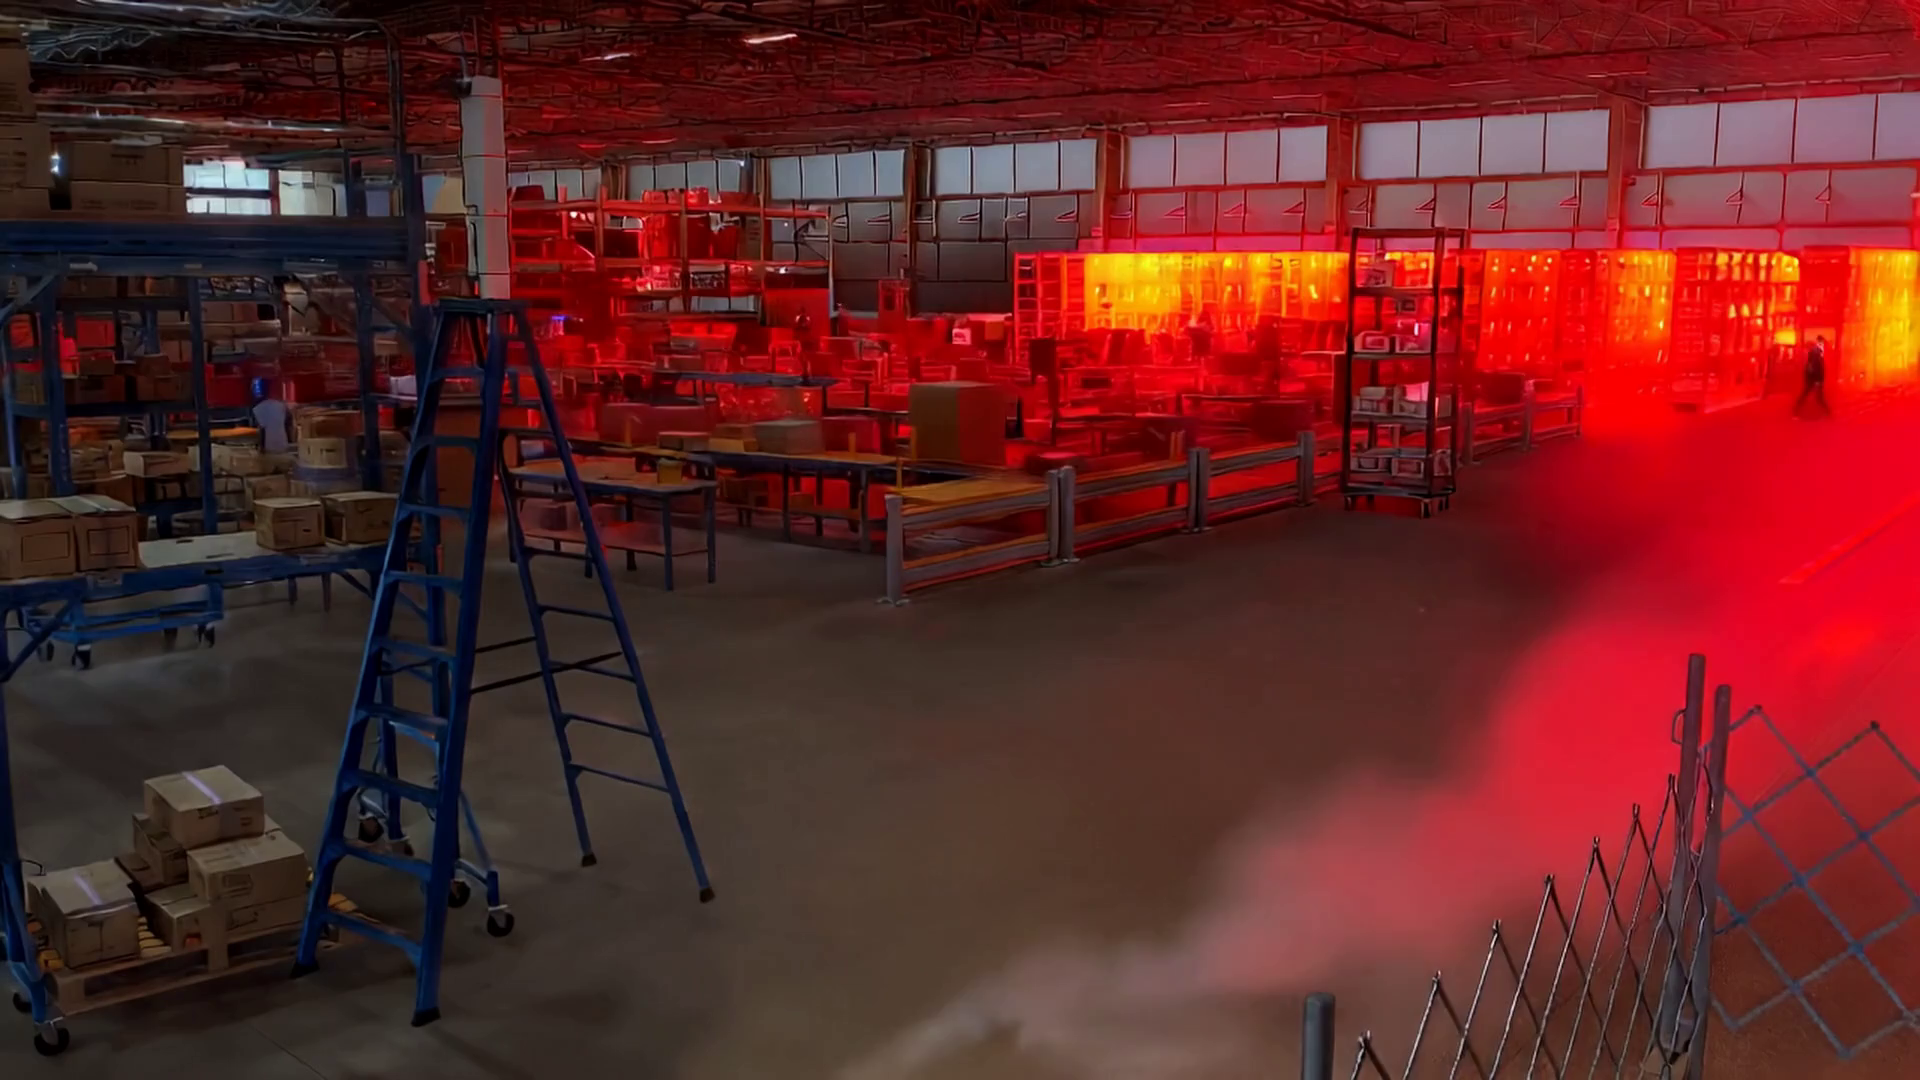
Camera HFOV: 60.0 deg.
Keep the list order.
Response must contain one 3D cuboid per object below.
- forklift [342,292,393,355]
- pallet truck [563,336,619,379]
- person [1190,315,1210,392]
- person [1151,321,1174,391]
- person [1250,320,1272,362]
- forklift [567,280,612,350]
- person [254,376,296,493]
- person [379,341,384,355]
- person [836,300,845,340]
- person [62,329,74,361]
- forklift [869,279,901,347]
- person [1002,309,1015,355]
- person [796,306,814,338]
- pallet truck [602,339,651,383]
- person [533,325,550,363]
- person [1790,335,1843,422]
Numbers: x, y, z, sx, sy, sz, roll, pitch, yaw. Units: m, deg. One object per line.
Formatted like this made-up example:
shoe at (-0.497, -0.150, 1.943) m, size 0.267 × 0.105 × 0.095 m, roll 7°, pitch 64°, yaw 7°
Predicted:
forklift at (-16.485, -5.622, 45.120) m, size 1.129 × 2.768 × 1.873 m, roll 7°, pitch 11°, yaw 37°
pallet truck at (-10.690, -5.294, 48.215) m, size 1.601 × 1.201 × 0.680 m, roll -5°, pitch 10°, yaw -26°
person at (6.160, -4.760, 42.541) m, size 0.421 × 1.985 × 0.617 m, roll -6°, pitch 11°, yaw -34°
person at (4.888, -4.303, 39.936) m, size 0.639 × 1.903 × 0.409 m, roll -6°, pitch 11°, yaw -32°
person at (8.003, -4.989, 44.531) m, size 0.951 × 1.805 × 0.573 m, roll -9°, pitch 13°, yaw -44°
forklift at (-11.334, -6.728, 52.025) m, size 1.873 × 2.768 × 1.129 m, roll 7°, pitch 11°, yaw 37°
person at (-8.275, -1.072, 20.052) m, size 0.998 × 1.819 × 0.527 m, roll 4°, pitch 10°, yaw 24°
person at (-15.517, -4.937, 44.137) m, size 0.619 × 1.819 × 0.412 m, roll 6°, pitch 11°, yaw 33°
person at (-5.146, -9.198, 70.446) m, size 0.736 × 1.908 × 0.569 m, roll 4°, pitch 10°, yaw 25°
person at (-22.904, -4.611, 42.741) m, size 0.378 × 1.622 × 0.495 m, roll -3°, pitch 10°, yaw -20°
forklift at (-2.945, -9.446, 68.987) m, size 1.129 × 2.768 × 1.873 m, roll -5°, pitch 10°, yaw -29°
person at (1.806, -7.738, 61.896) m, size 0.480 × 1.732 × 0.345 m, roll 0°, pitch 9°, yaw -3°
person at (-5.507, -7.349, 58.991) m, size 0.601 × 1.907 × 1.014 m, roll 1°, pitch 9°, yaw 9°
pallet truck at (-8.991, -4.871, 45.351) m, size 0.653 × 1.274 × 1.630 m, roll 7°, pitch 11°, yaw 37°
person at (-11.120, -4.859, 44.072) m, size 0.587 × 1.683 × 0.384 m, roll 1°, pitch 9°, yaw 5°
person at (17.488, -3.273, 33.889) m, size 0.962 × 1.761 × 0.608 m, roll 6°, pitch 11°, yaw 32°
